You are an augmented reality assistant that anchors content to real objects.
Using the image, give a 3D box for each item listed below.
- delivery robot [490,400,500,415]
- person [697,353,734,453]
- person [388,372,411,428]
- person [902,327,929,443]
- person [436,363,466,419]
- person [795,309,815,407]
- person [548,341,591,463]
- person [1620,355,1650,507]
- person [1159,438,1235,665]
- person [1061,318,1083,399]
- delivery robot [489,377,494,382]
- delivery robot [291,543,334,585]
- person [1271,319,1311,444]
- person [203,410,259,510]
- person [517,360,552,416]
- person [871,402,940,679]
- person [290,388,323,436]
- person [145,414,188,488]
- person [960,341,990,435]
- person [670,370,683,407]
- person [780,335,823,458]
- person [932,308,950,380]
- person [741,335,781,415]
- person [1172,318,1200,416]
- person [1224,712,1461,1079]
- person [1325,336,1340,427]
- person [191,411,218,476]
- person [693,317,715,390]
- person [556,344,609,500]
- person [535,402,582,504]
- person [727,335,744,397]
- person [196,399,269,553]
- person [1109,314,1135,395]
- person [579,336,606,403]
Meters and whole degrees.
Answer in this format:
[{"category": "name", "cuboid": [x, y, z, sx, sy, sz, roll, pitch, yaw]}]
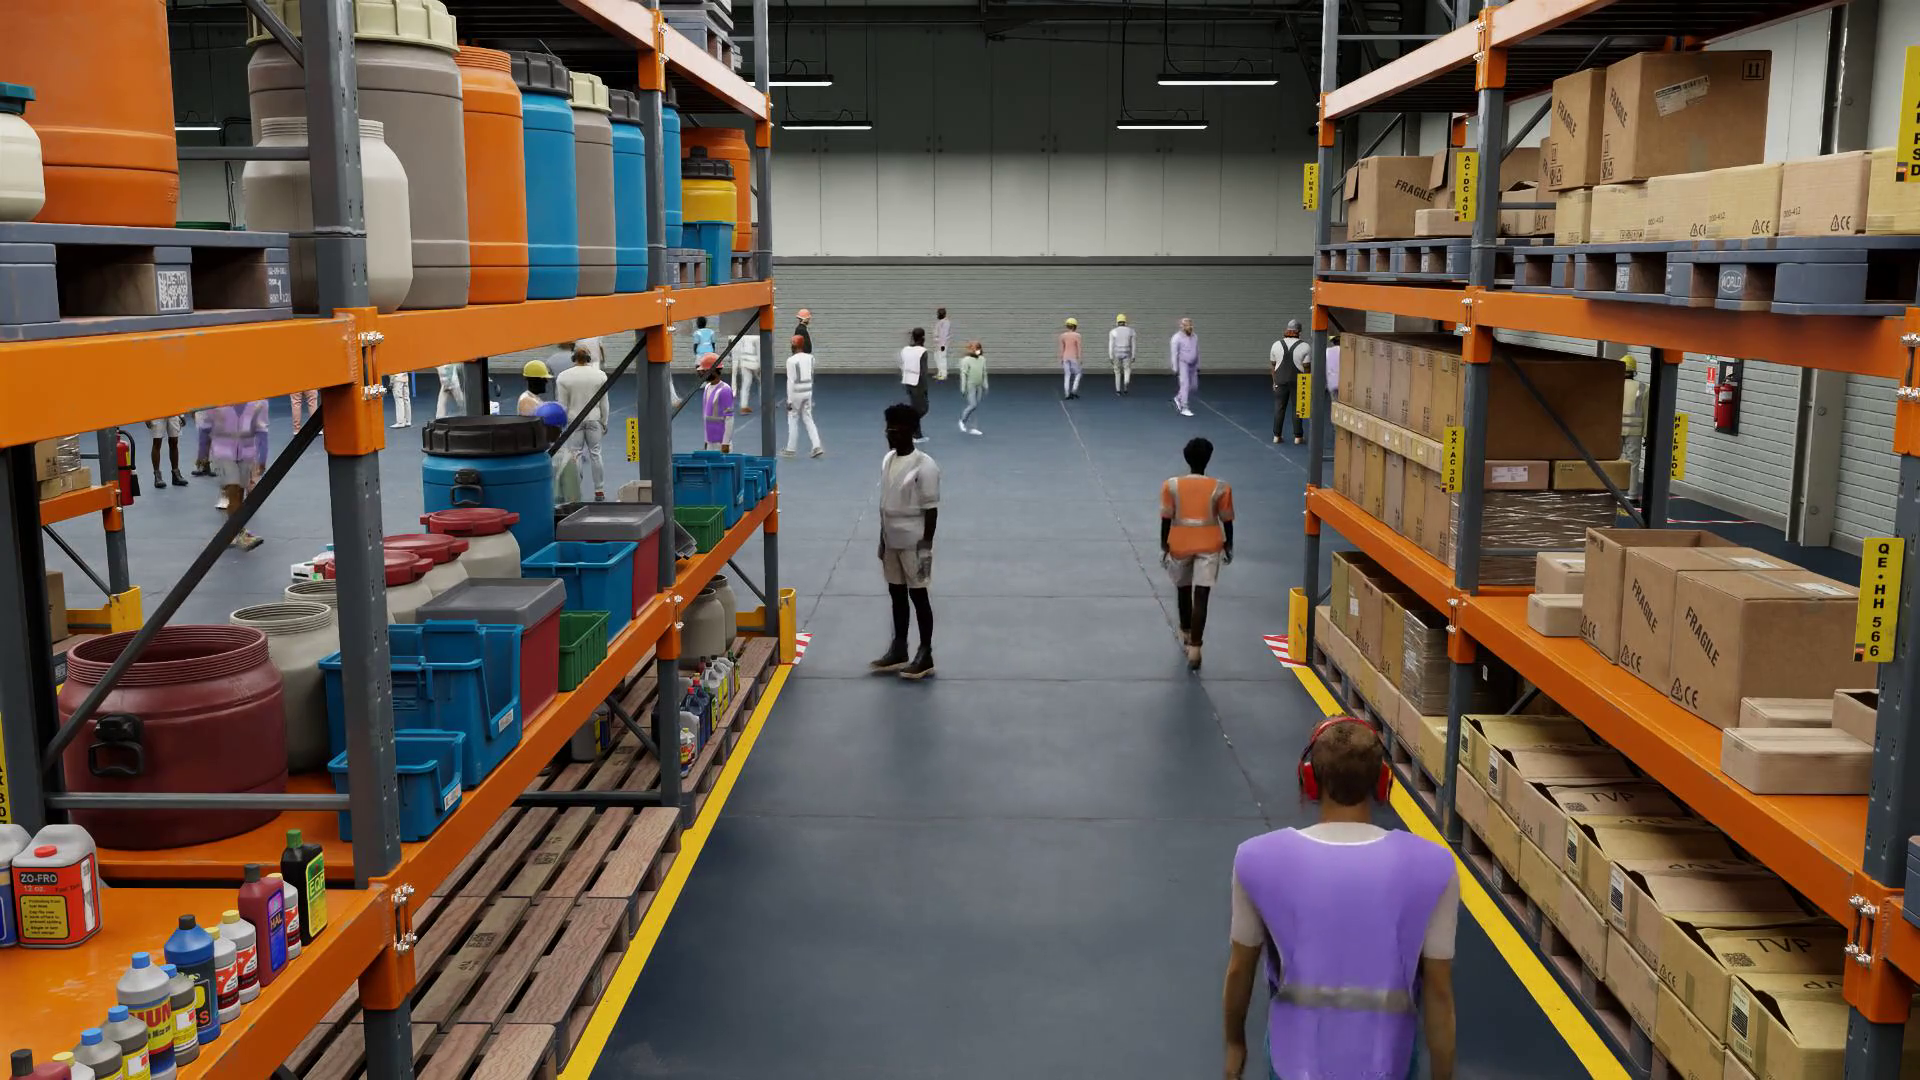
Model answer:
[{"category": "delivery robot", "cuboid": [-8.588, -2.366, 30.105, 0.477, 0.478, 0.707, 0, 10, 0]}, {"category": "person", "cuboid": [-2.777, -1.163, 18.929, 0.376, 1.934, 0.547, -6, 11, -34]}, {"category": "person", "cuboid": [-10.045, -2.825, 29.773, 0.311, 1.639, 0.512, 2, 10, 14]}, {"category": "person", "cuboid": [-0.756, -2.541, 27.314, 0.558, 1.899, 0.595, -9, 13, -42]}, {"category": "person", "cuboid": [-8.906, -2.688, 29.103, 0.517, 1.587, 0.893, 8, 12, 40]}, {"category": "person", "cuboid": [-3.215, -3.751, 34.255, 0.388, 1.992, 0.618, -3, 10, -17]}, {"category": "person", "cuboid": [-5.641, -2.044, 24.235, 0.661, 1.919, 0.625, 4, 10, 20]}, {"category": "person", "cuboid": [8.067, -1.323, 20.178, 0.589, 1.837, 0.404, 5, 11, 26]}, {"category": "person", "cuboid": [1.776, 0.061, 12.433, 0.550, 1.643, 0.877, 2, 10, 13]}, {"category": "person", "cuboid": [2.442, -3.941, 36.099, 0.560, 1.745, 0.485, 7, 12, 36]}, {"category": "delivery robot", "cuboid": [-10.543, -3.630, 36.891, 0.335, 0.223, 0.698, -6, 11, -32]}, {"category": "delivery robot", "cuboid": [-5.383, 0.273, 14.299, 0.477, 0.478, 0.707, 5, 11, 28]}, {"category": "person", "cuboid": [5.466, -2.603, 27.364, 0.676, 2.000, 0.536, 5, 11, 27]}, {"category": "person", "cuboid": [-8.746, -1.331, 20.046, 0.690, 1.905, 0.405, -2, 10, -13]}, {"category": "person", "cuboid": [-4.481, -0.936, 17.591, 0.385, 1.925, 0.592, -2, 10, -11]}, {"category": "person", "cuboid": [-0.394, -0.004, 11.888, 0.362, 1.963, 0.611, -7, 12, -37]}, {"category": "person", "cuboid": [-11.228, -2.727, 28.405, 0.639, 1.901, 0.406, -2, 10, -14]}, {"category": "person", "cuboid": [-10.519, -1.680, 22.003, 0.354, 1.942, 0.545, 8, 12, 38]}, {"category": "person", "cuboid": [0.250, -2.618, 28.603, 0.497, 1.616, 0.377, -8, 13, -42]}, {"category": "person", "cuboid": [-6.049, -3.568, 33.763, 0.629, 1.793, 0.953, 5, 11, 27]}, {"category": "person", "cuboid": [-2.423, -2.175, 25.246, 0.565, 1.892, 0.581, 8, 12, 40]}, {"category": "person", "cuboid": [-0.491, -4.940, 41.949, 0.437, 1.815, 0.673, -4, 10, -21]}, {"category": "person", "cuboid": [-3.944, -3.419, 32.507, 0.618, 1.898, 0.960, 8, 12, 40]}, {"category": "person", "cuboid": [4.362, -3.358, 32.208, 0.670, 1.889, 0.569, -8, 13, -41]}, {"category": "person", "cuboid": [0.983, 1.339, 4.382, 0.575, 1.788, 0.974, 1, 10, 8]}, {"category": "person", "cuboid": [6.217, -2.526, 27.268, 0.631, 1.879, 0.661, 2, 10, 12]}, {"category": "person", "cuboid": [-10.449, -1.854, 23.059, 0.542, 1.938, 0.358, 3, 10, 17]}, {"category": "person", "cuboid": [-5.939, -4.342, 38.751, 0.582, 1.685, 0.352, -8, 12, -39]}, {"category": "person", "cuboid": [-4.678, -1.456, 20.676, 0.631, 1.940, 0.372, -4, 10, -20]}, {"category": "person", "cuboid": [-3.118, -0.099, 12.647, 0.630, 1.902, 0.868, 3, 10, 18]}, {"category": "person", "cuboid": [-4.860, -4.078, 36.601, 0.534, 1.864, 0.309, 0, 9, 0]}, {"category": "person", "cuboid": [-7.416, -0.860, 17.020, 0.685, 1.962, 1.029, -7, 12, -36]}, {"category": "person", "cuboid": [3.602, -4.123, 37.010, 0.604, 1.816, 0.499, 0, 9, 2]}, {"category": "person", "cuboid": [-7.565, -3.669, 34.276, 0.528, 1.836, 0.823, 0, 9, -1]}]
